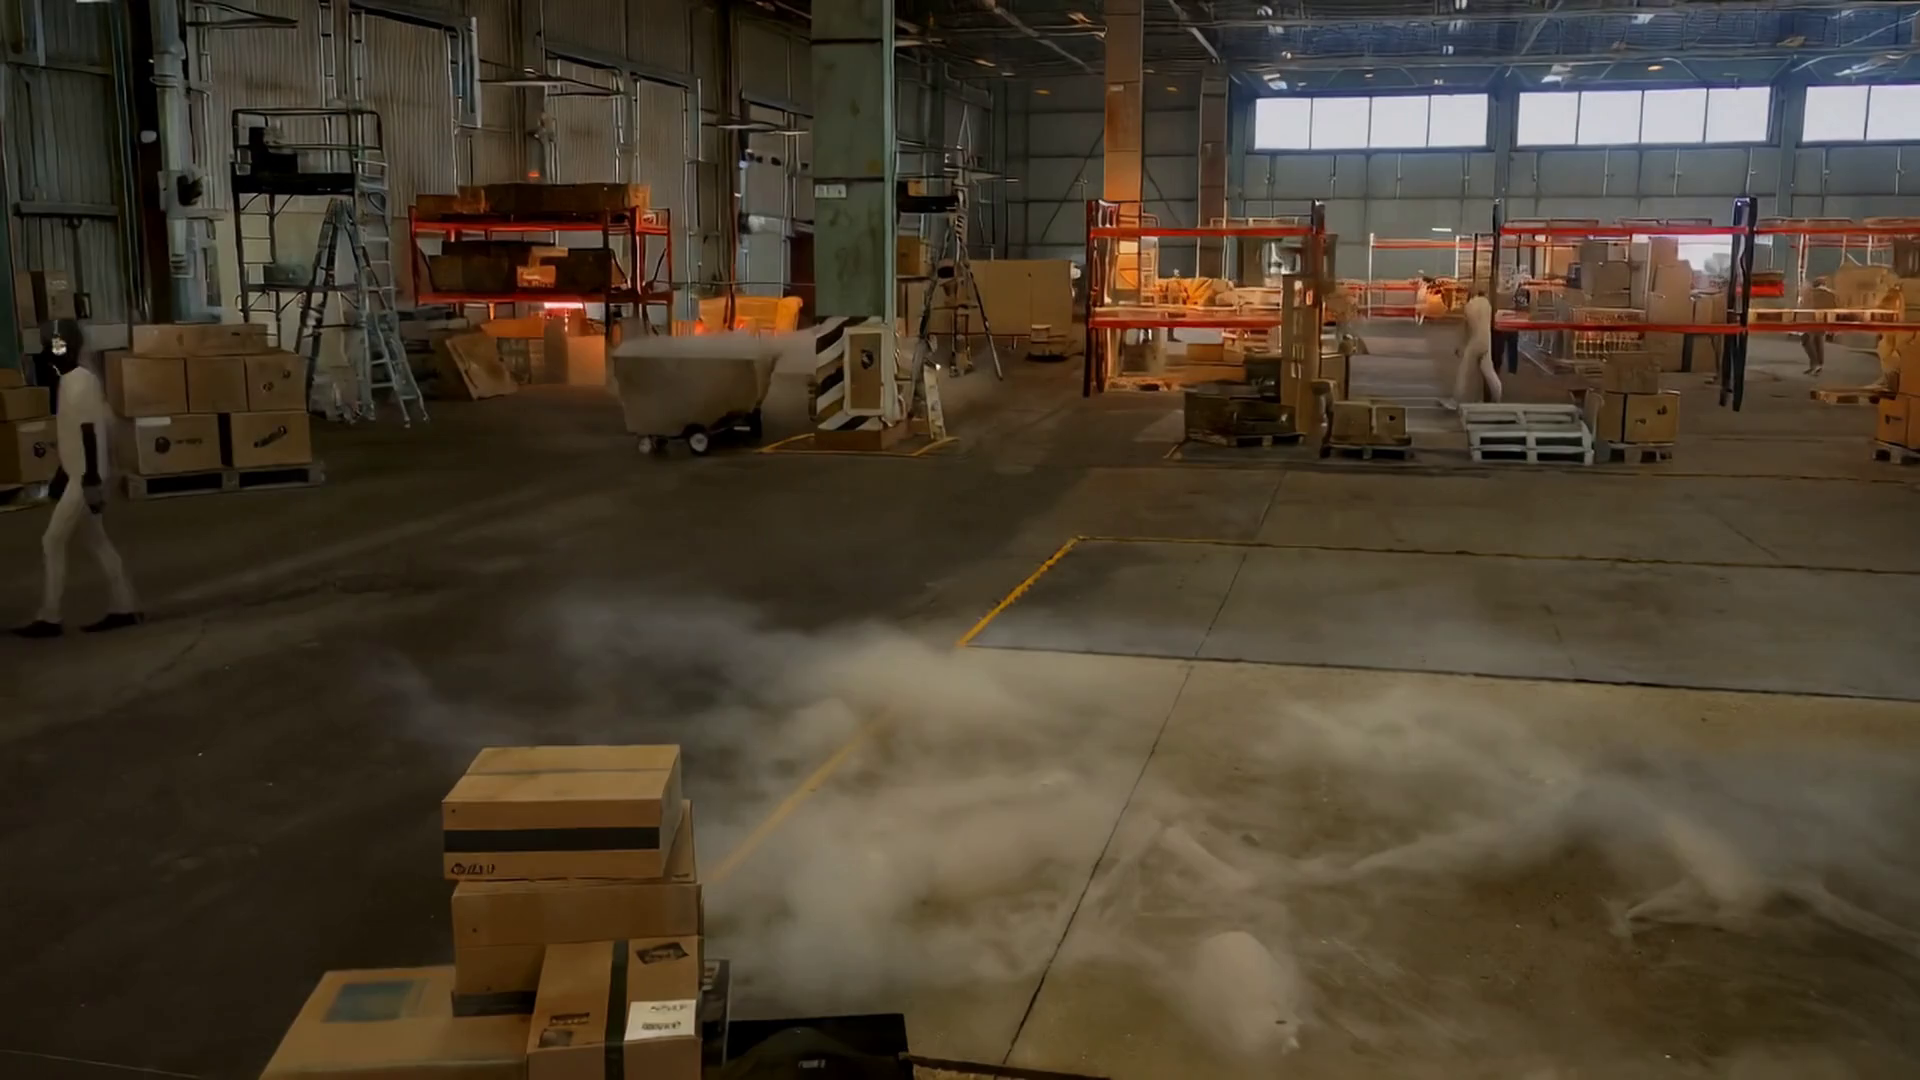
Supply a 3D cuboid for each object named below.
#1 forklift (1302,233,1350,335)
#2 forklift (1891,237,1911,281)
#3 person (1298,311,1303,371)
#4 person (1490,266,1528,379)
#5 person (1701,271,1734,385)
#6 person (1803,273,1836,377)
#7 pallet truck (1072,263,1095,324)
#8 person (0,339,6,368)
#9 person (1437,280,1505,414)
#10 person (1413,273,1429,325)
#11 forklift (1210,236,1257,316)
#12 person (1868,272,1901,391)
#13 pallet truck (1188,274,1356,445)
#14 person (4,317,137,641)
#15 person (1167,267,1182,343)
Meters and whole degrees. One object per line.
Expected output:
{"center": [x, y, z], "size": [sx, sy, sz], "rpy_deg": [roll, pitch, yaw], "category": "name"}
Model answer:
{"center": [9.694, -6.888, 44.961], "size": [1.129, 2.768, 1.873], "rpy_deg": [-2, 10, -14], "category": "forklift"}
{"center": [30.791, -8.527, 54.608], "size": [1.873, 2.768, 1.129], "rpy_deg": [2, 10, 14], "category": "forklift"}
{"center": [6.667, -4.098, 31.894], "size": [0.319, 1.739, 0.484], "rpy_deg": [6, 12, 33], "category": "person"}
{"center": [9.760, -3.899, 29.827], "size": [0.536, 2.000, 0.688], "rpy_deg": [-9, 13, -41], "category": "person"}
{"center": [13.047, -3.632, 28.558], "size": [0.365, 1.939, 0.636], "rpy_deg": [0, 10, 2], "category": "person"}
{"center": [15.751, -3.949, 30.556], "size": [0.616, 1.893, 0.501], "rpy_deg": [-1, 10, -3], "category": "person"}
{"center": [4.325, -8.180, 55.162], "size": [0.823, 1.965, 1.885], "rpy_deg": [6, 11, 31], "category": "pallet truck"}
{"center": [-10.097, -1.640, 17.115], "size": [0.625, 1.843, 0.430], "rpy_deg": [1, 10, 4], "category": "person"}
{"center": [7.130, -2.669, 23.145], "size": [0.639, 1.852, 1.045], "rpy_deg": [-9, 13, -44], "category": "person"}
{"center": [14.992, -7.846, 54.096], "size": [0.532, 1.692, 0.320], "rpy_deg": [-2, 10, -12], "category": "person"}
{"center": [8.697, -7.882, 50.812], "size": [1.873, 2.768, 1.129], "rpy_deg": [-2, 10, -14], "category": "forklift"}
{"center": [15.127, -3.396, 27.172], "size": [0.372, 1.940, 0.631], "rpy_deg": [6, 11, 31], "category": "person"}
{"center": [3.653, -2.138, 19.590], "size": [1.885, 1.965, 0.823], "rpy_deg": [-4, 10, -20], "category": "pallet truck"}
{"center": [-5.153, -0.338, 9.462], "size": [0.797, 1.835, 0.562], "rpy_deg": [-5, 11, -28], "category": "person"}
{"center": [5.510, -6.035, 42.707], "size": [0.368, 1.939, 0.542], "rpy_deg": [-1, 10, -7], "category": "person"}
